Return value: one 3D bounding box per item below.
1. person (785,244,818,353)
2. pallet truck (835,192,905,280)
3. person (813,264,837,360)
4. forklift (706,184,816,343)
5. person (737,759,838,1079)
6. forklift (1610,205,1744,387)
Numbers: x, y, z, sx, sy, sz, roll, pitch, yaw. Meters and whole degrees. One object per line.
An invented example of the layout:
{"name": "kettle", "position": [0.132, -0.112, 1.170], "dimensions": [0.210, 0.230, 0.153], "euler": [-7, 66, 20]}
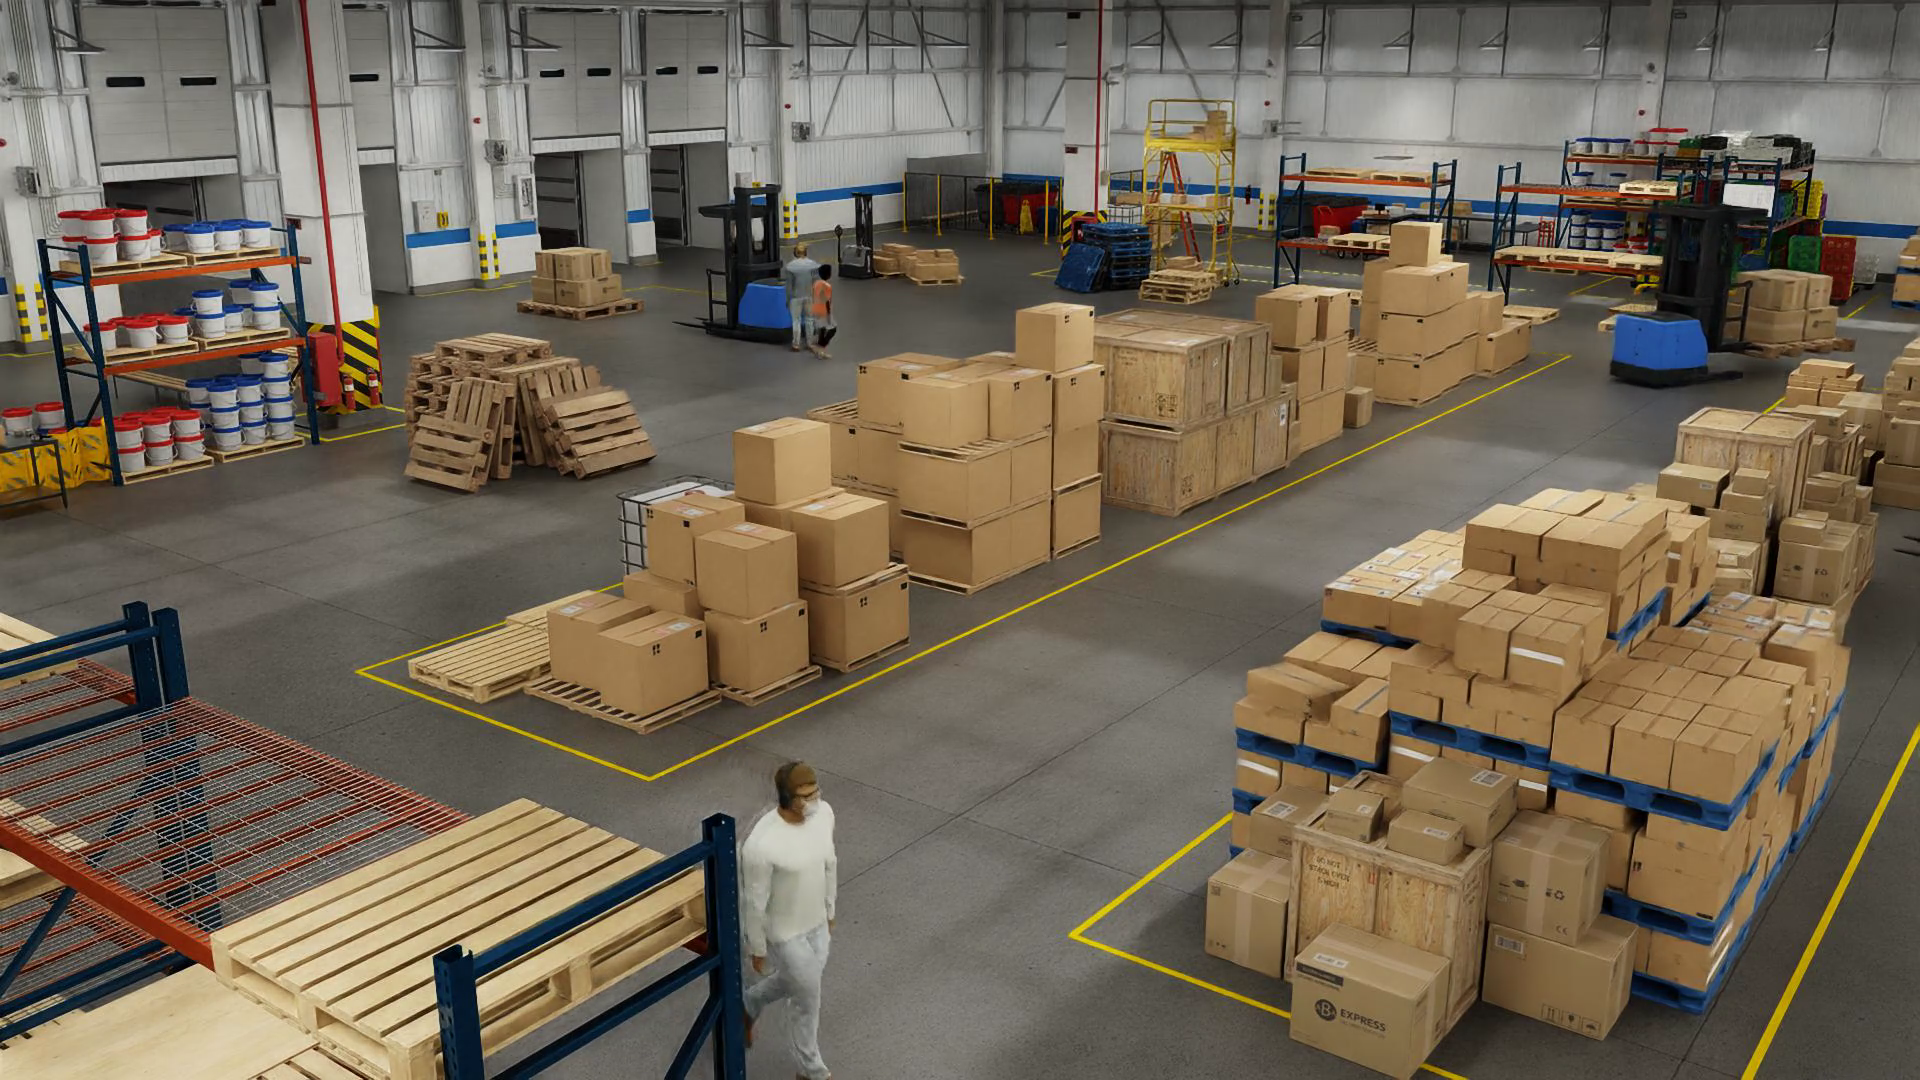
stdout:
{"name": "person", "position": [-2.825, -4.309, 29.668], "dimensions": [0.636, 1.931, 0.377], "euler": [-9, 19, -28]}
{"name": "pallet truck", "position": [-1.936, -7.159, 38.982], "dimensions": [1.885, 1.965, 0.823], "euler": [-12, 21, -34]}
{"name": "person", "position": [-2.347, -3.966, 28.954], "dimensions": [0.381, 1.679, 0.532], "euler": [-11, 20, -32]}
{"name": "forklift", "position": [-3.717, -5.181, 30.929], "dimensions": [1.873, 2.768, 1.129], "euler": [12, 21, 35]}
{"name": "person", "position": [-0.943, 2.009, 8.790], "dimensions": [0.812, 1.915, 0.628], "euler": [11, 20, 32]}
{"name": "forklift", "position": [11.777, -4.004, 27.032], "dimensions": [1.873, 2.768, 1.129], "euler": [-7, 18, -22]}
